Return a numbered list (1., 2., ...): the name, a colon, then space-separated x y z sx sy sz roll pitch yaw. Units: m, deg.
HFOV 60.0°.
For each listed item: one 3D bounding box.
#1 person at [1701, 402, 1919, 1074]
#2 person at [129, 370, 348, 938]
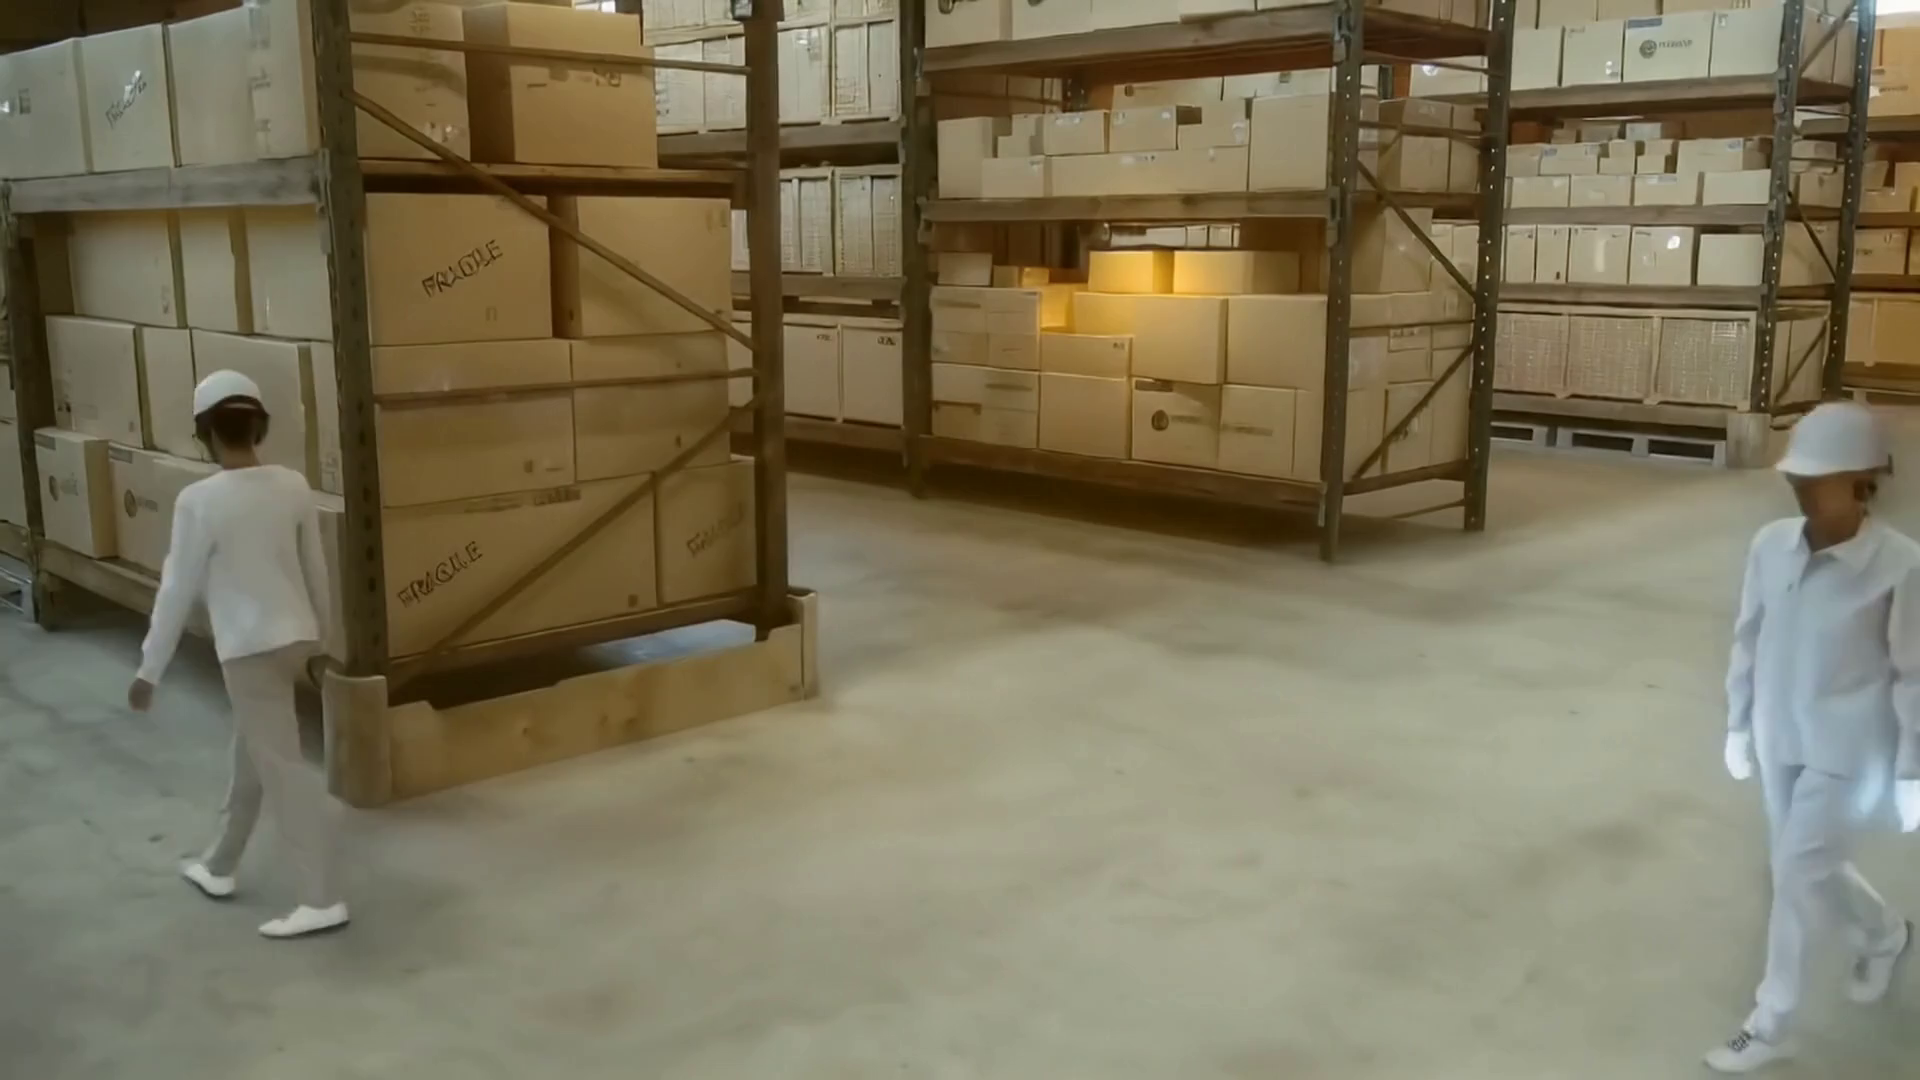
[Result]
1. person: 2.292 0.494 4.332 0.784 1.726 0.574 -4 11 -19
2. person: -2.238 0.352 5.114 0.821 1.713 0.638 2 11 13
